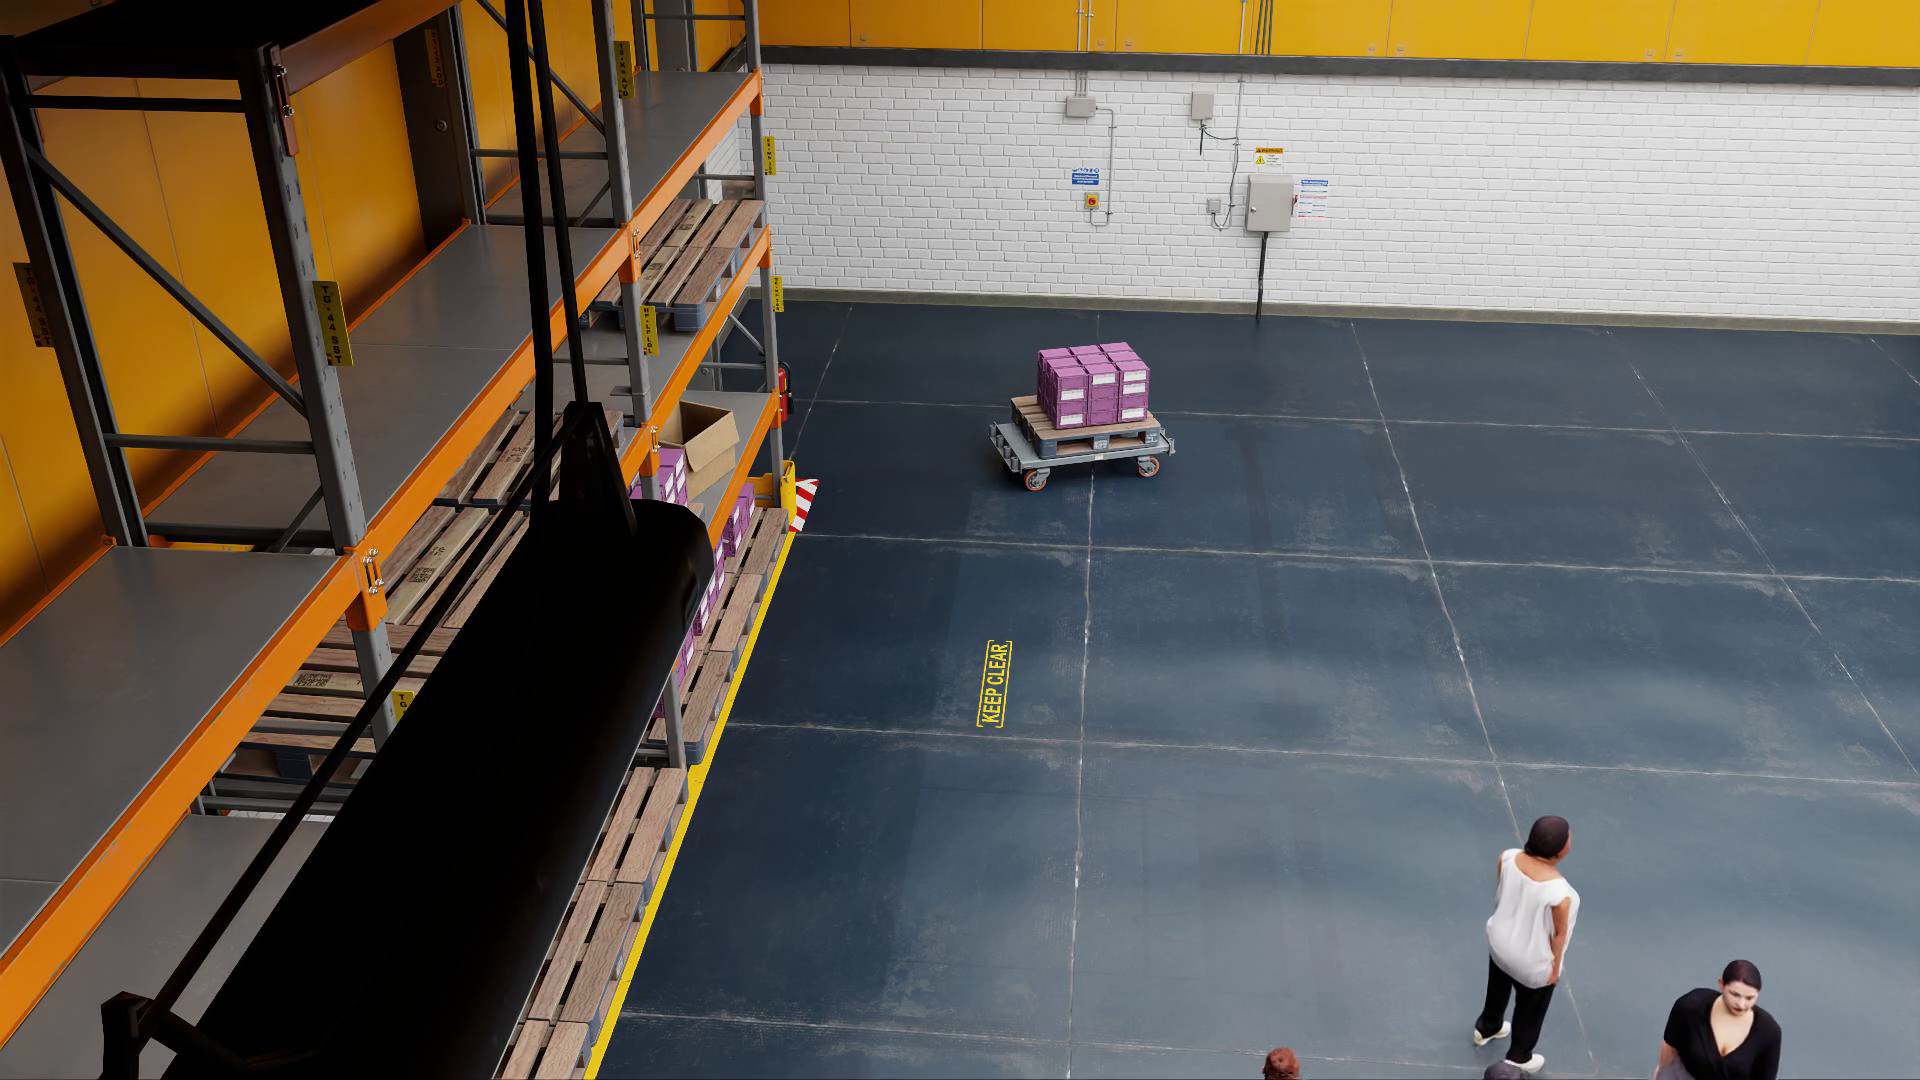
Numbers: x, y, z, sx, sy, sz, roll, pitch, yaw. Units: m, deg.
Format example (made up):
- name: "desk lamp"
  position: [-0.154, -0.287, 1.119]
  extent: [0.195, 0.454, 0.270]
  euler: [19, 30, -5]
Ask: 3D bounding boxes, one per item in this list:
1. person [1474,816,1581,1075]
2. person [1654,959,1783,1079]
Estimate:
- name: "person"
  position: [3.139, 2.231, 9.179]
  extent: [0.825, 1.687, 0.718]
  euler: [-12, 31, -21]
- name: "person"
  position: [3.718, 2.704, 8.293]
  extent: [0.871, 1.706, 1.171]
  euler: [11, 30, 19]
